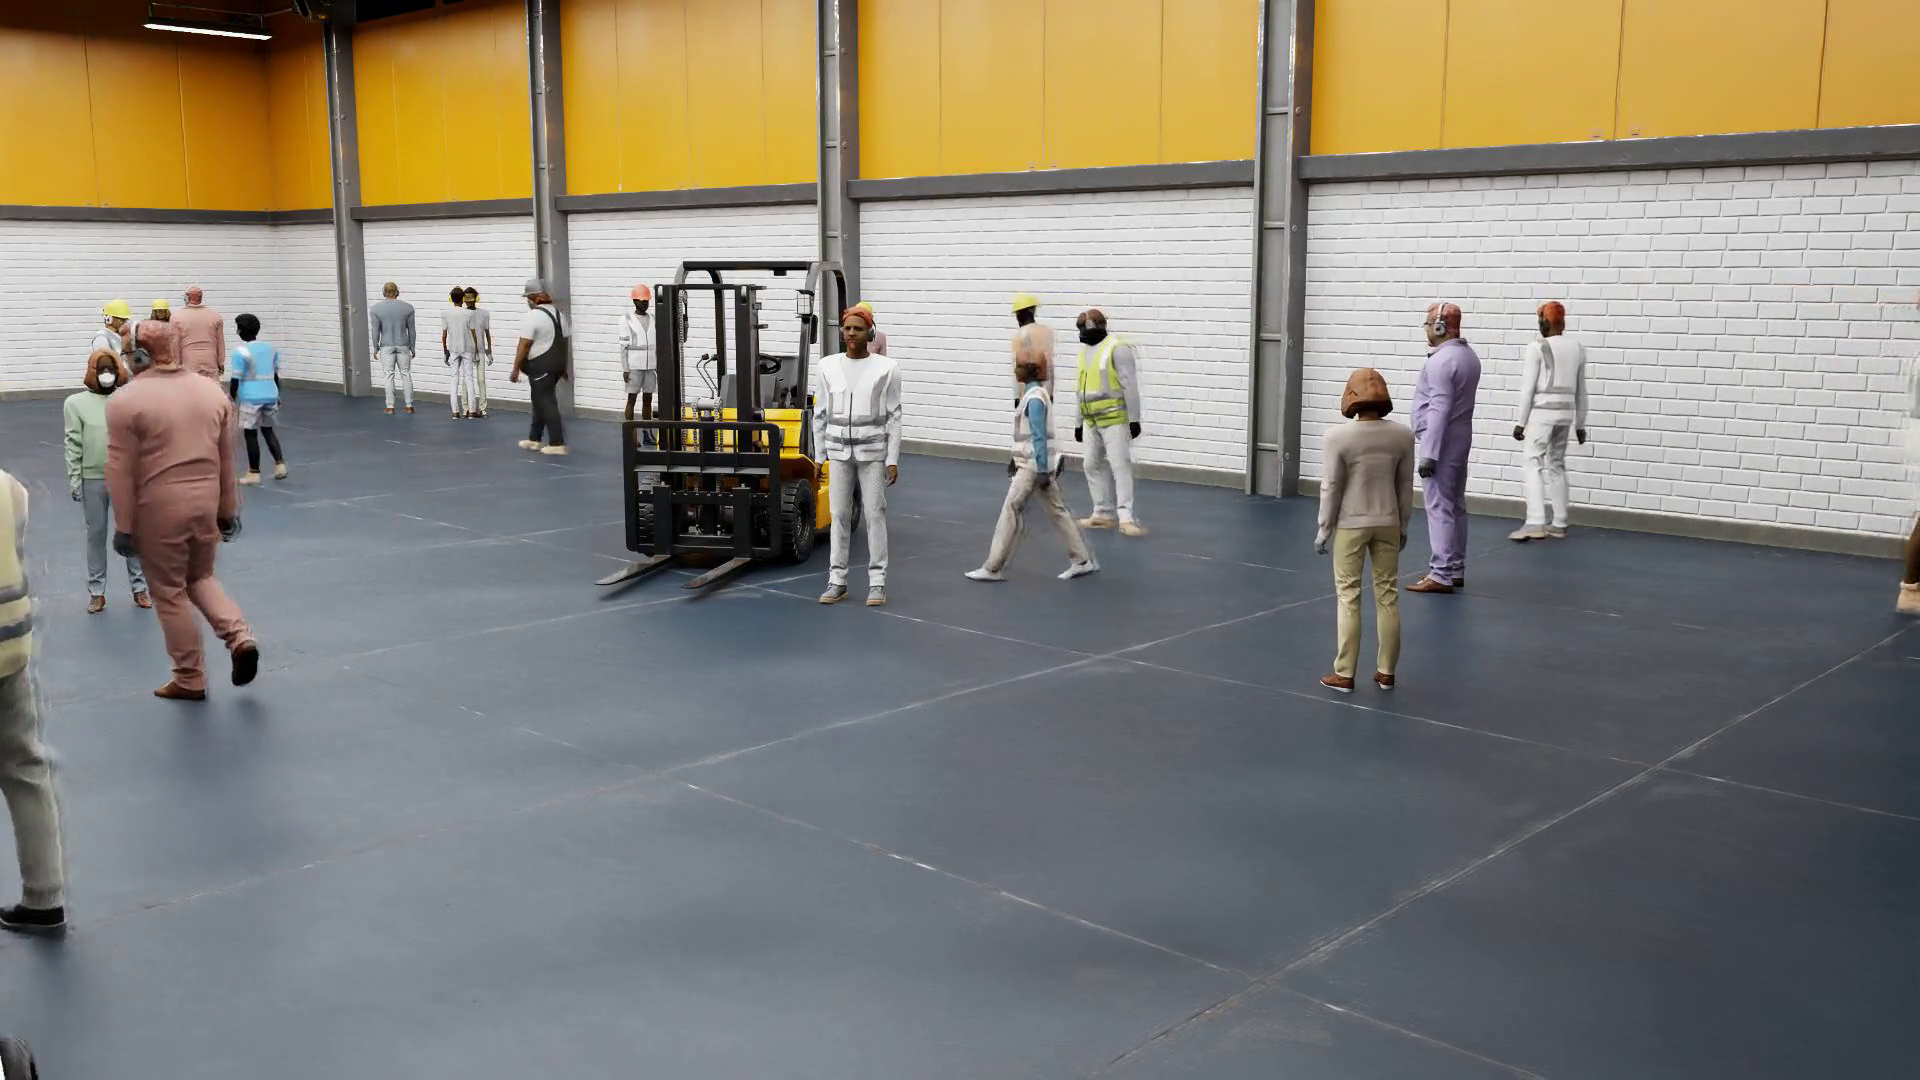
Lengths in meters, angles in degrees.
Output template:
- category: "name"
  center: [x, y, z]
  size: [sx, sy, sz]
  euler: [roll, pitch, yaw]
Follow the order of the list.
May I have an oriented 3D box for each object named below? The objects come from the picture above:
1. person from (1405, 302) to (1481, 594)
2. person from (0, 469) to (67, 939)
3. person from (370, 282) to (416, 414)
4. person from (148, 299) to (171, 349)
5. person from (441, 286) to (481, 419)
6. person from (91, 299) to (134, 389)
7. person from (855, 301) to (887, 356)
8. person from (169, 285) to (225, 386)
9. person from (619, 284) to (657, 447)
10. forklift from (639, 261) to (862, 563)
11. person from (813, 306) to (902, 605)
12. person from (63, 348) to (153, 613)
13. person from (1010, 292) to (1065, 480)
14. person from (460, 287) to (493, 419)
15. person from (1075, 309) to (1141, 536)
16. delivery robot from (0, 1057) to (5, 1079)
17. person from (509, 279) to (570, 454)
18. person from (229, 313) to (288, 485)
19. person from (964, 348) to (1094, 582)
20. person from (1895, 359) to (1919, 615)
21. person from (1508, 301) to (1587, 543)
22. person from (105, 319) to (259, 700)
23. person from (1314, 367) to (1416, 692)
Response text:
- category: "person"
  center: [3.154, -0.604, 10.931]
  size: [0.403, 1.904, 0.652]
  euler: [6, 11, 34]
- category: "person"
  center: [-3.199, 0.379, 5.208]
  size: [0.741, 1.795, 0.631]
  euler: [3, 10, 17]
- category: "person"
  center: [-8.284, -2.806, 24.355]
  size: [0.628, 1.932, 0.378]
  euler: [-4, 10, -24]
- category: "person"
  center: [-10.082, -2.177, 21.065]
  size: [0.492, 1.745, 0.291]
  euler: [0, 9, -2]
- category: "person"
  center: [-7.069, -2.650, 23.567]
  size: [0.513, 1.877, 0.328]
  euler: [-1, 9, -4]
- category: "person"
  center: [-8.263, -1.448, 16.364]
  size: [0.403, 1.822, 0.588]
  euler: [-1, 9, -9]
- category: "person"
  center: [-1.051, -1.722, 18.210]
  size: [0.533, 1.767, 0.325]
  euler: [-5, 10, -28]
- category: "person"
  center: [-9.562, -2.229, 20.874]
  size: [0.643, 1.913, 0.408]
  euler: [-7, 12, -38]
- category: "person"
  center: [-3.791, -2.078, 19.864]
  size: [0.546, 1.939, 0.375]
  euler: [-8, 12, -41]
- category: "forklift"
  center: [-1.552, -1.040, 12.721]
  size: [1.214, 2.155, 2.313]
  euler: [2, 9, 11]
- category: "person"
  center: [-0.653, -0.524, 10.506]
  size: [0.576, 1.885, 0.355]
  euler: [2, 9, 11]
- category: "person"
  center: [-5.260, -0.372, 10.328]
  size: [0.498, 1.636, 0.281]
  euler: [-5, 11, -29]
- category: "person"
  center: [0.771, -1.480, 16.338]
  size: [0.675, 1.901, 0.603]
  euler: [8, 12, 40]
- category: "person"
  center: [-6.907, -2.653, 23.617]
  size: [0.523, 1.865, 0.317]
  euler: [-3, 10, -16]
- category: "person"
  center: [1.191, -0.938, 13.327]
  size: [0.433, 1.810, 0.754]
  euler: [-6, 11, -34]
- category: "delivery robot"
  center: [-2.308, 1.208, 3.664]
  size: [0.477, 0.478, 0.707]
  euler: [-6, 11, -33]
- category: "person"
  center: [-4.901, -2.004, 19.098]
  size: [0.894, 2.000, 0.710]
  euler: [3, 10, 15]
- category: "person"
  center: [-6.900, -1.374, 16.290]
  size: [0.362, 1.691, 0.574]
  euler: [4, 10, 25]
- category: "person"
  center: [0.507, -0.500, 11.263]
  size: [0.876, 1.592, 0.510]
  euler: [1, 9, 7]
- category: "person"
  center: [5.977, -0.524, 10.067]
  size: [0.461, 2.022, 0.631]
  euler: [8, 12, 39]
- category: "person"
  center: [4.589, -0.906, 12.927]
  size: [0.805, 1.865, 0.545]
  euler: [-5, 10, -26]
- category: "person"
  center: [-3.788, -0.126, 8.072]
  size: [0.521, 1.882, 0.644]
  euler: [4, 10, 25]
- category: "person"
  center: [2.028, -0.048, 8.351]
  size: [0.499, 1.633, 0.282]
  euler: [-2, 9, -12]
